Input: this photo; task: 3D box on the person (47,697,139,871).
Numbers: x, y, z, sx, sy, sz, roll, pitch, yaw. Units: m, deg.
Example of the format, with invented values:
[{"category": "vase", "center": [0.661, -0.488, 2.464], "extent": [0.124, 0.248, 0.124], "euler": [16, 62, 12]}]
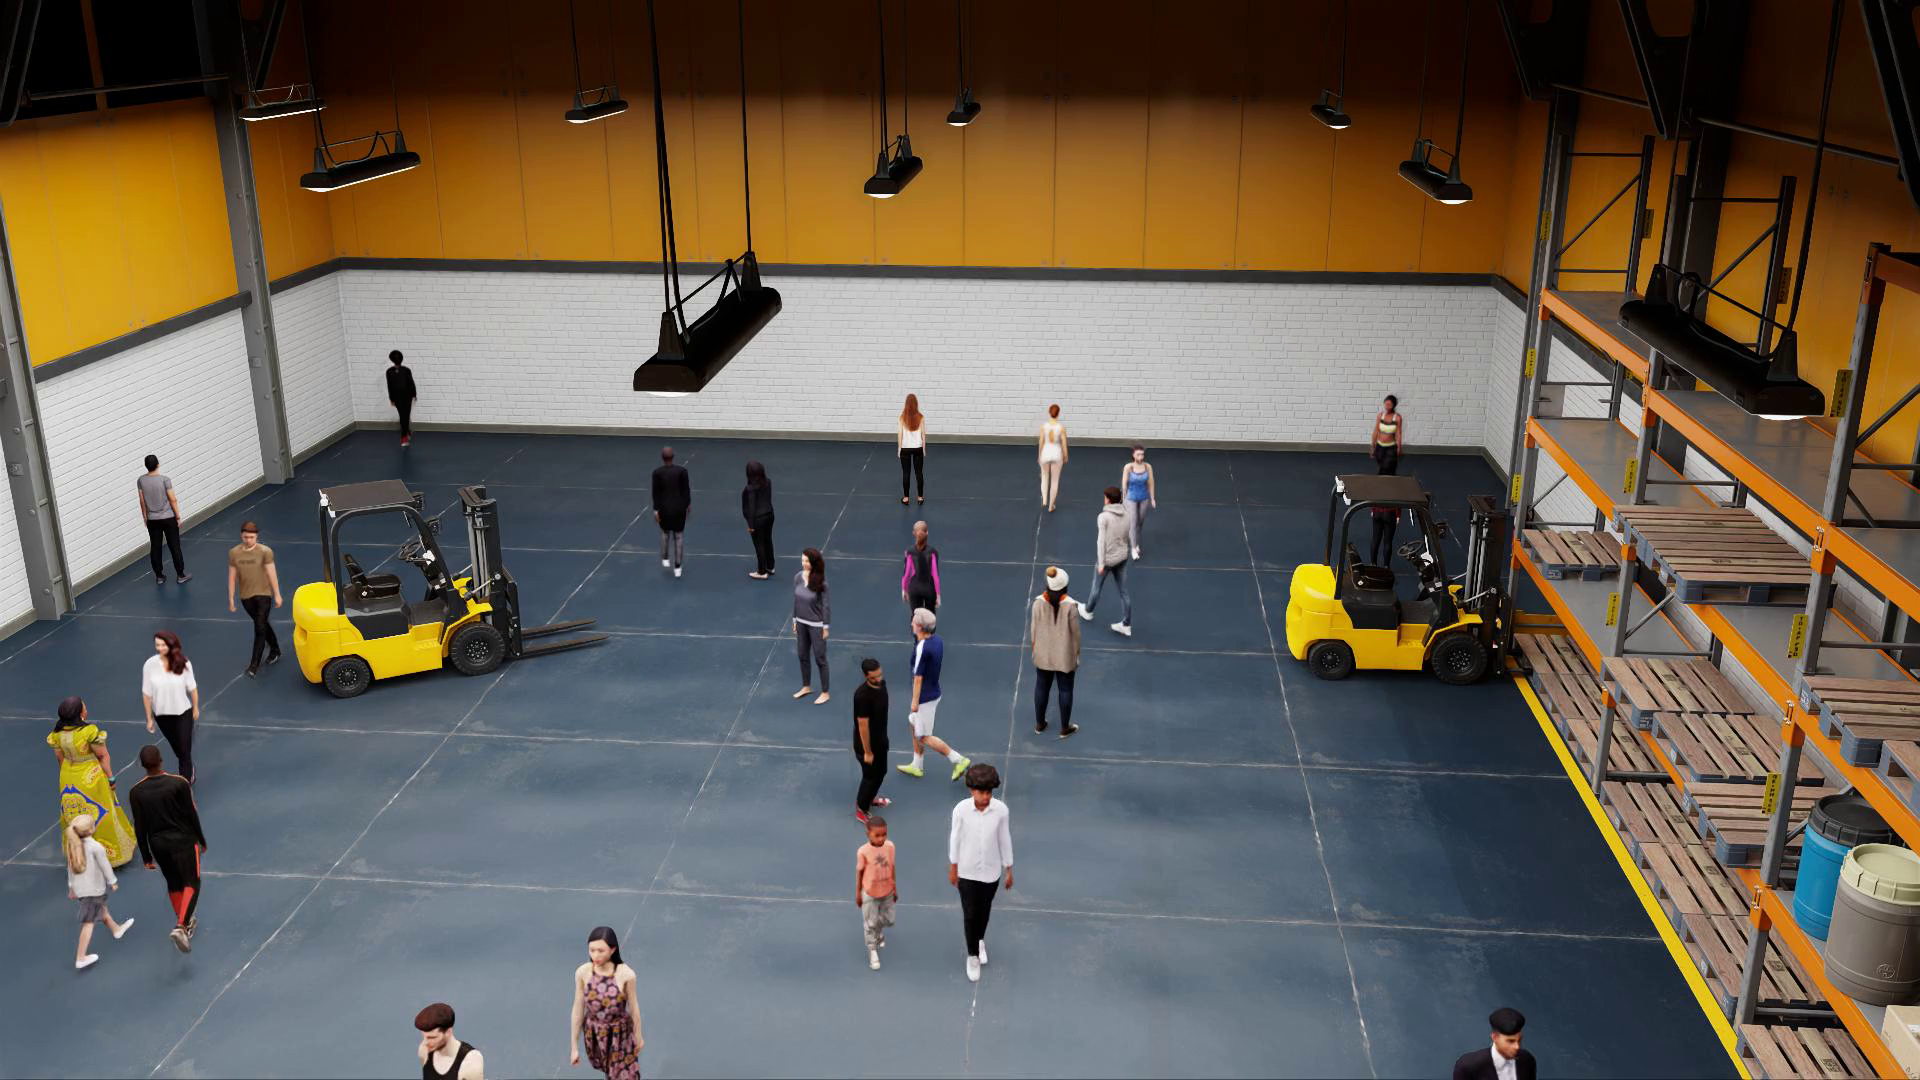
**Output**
[{"category": "person", "center": [-7.788, 2.163, 14.836], "extent": [0.833, 1.661, 0.741], "euler": [1, 19, 4]}]

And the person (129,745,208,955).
[{"category": "person", "center": [-6.428, 2.534, 13.535], "extent": [0.833, 1.790, 1.071], "euler": [-4, 19, -12]}]

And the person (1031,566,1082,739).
[{"category": "person", "center": [0.994, 1.152, 17.478], "extent": [0.786, 1.892, 0.780], "euler": [8, 20, 23]}]

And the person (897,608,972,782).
[{"category": "person", "center": [-0.267, 1.562, 16.377], "extent": [0.807, 1.817, 1.012], "euler": [5, 19, 15]}]

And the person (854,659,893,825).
[{"category": "person", "center": [-0.862, 1.875, 15.601], "extent": [0.900, 1.719, 0.681], "euler": [2, 19, 6]}]

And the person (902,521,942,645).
[{"category": "person", "center": [-0.436, 0.661, 19.207], "extent": [0.670, 1.719, 1.019], "euler": [0, 19, -1]}]

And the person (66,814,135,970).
[{"category": "person", "center": [-7.075, 2.853, 13.453], "extent": [0.645, 1.237, 0.936], "euler": [6, 20, 18]}]

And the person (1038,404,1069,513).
[{"category": "person", "center": [1.358, -1.203, 24.878], "extent": [0.629, 1.633, 0.642], "euler": [4, 19, 12]}]

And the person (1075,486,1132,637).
[{"category": "person", "center": [1.917, 0.286, 20.178], "extent": [1.177, 1.810, 1.269], "euler": [-14, 23, -35]}]

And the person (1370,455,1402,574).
[{"category": "person", "center": [5.678, -0.326, 22.235], "extent": [0.664, 1.657, 0.688], "euler": [15, 24, 37]}]

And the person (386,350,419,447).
[{"category": "person", "center": [-9.524, -2.392, 28.402], "extent": [0.664, 1.636, 1.104], "euler": [-1, 19, -2]}]

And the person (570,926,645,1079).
[{"category": "person", "center": [-2.329, 3.355, 11.207], "extent": [0.658, 1.719, 1.159], "euler": [3, 19, 8]}]

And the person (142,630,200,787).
[{"category": "person", "center": [-7.600, 1.692, 16.122], "extent": [0.849, 1.734, 1.203], "euler": [-4, 19, -11]}]

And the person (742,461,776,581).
[{"category": "person", "center": [-2.658, -0.279, 22.164], "extent": [0.804, 1.613, 0.685], "euler": [9, 21, 24]}]

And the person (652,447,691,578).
[{"category": "person", "center": [-3.837, -0.355, 22.193], "extent": [0.788, 1.738, 0.991], "euler": [-3, 19, -8]}]

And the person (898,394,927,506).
[{"category": "person", "center": [-0.725, -1.377, 25.254], "extent": [0.624, 1.722, 0.577], "euler": [-3, 19, -9]}]

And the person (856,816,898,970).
[{"category": "person", "center": [-0.688, 2.805, 13.493], "extent": [0.621, 1.302, 0.720], "euler": [-5, 19, -14]}]

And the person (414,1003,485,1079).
[{"category": "person", "center": [-3.036, 3.605, 10.271], "extent": [0.956, 1.843, 1.256], "euler": [9, 21, 25]}]

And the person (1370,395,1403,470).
[{"category": "person", "center": [6.489, -1.355, 25.178], "extent": [0.817, 1.729, 0.965], "euler": [13, 23, 35]}]

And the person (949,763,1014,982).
[{"category": "person", "center": [0.137, 2.585, 13.386], "extent": [0.760, 1.787, 0.856], "euler": [-3, 19, -9]}]

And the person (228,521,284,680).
[{"category": "person", "center": [-8.056, 0.641, 19.150], "extent": [0.720, 1.794, 1.219], "euler": [1, 19, 3]}]

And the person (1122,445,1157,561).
[{"category": "person", "center": [2.440, -0.563, 23.050], "extent": [0.719, 1.585, 0.918], "euler": [-4, 19, -12]}]

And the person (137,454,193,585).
[{"category": "person", "center": [-10.552, -0.287, 21.964], "extent": [0.653, 1.755, 0.590], "euler": [-1, 19, -4]}]

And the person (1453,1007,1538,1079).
[{"category": "person", "center": [3.188, 3.624, 10.168], "extent": [0.856, 1.873, 0.943], "euler": [-4, 19, -11]}]

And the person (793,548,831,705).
[{"category": "person", "center": [-1.633, 0.924, 18.346], "extent": [0.689, 1.769, 0.678], "euler": [11, 21, 29]}]
